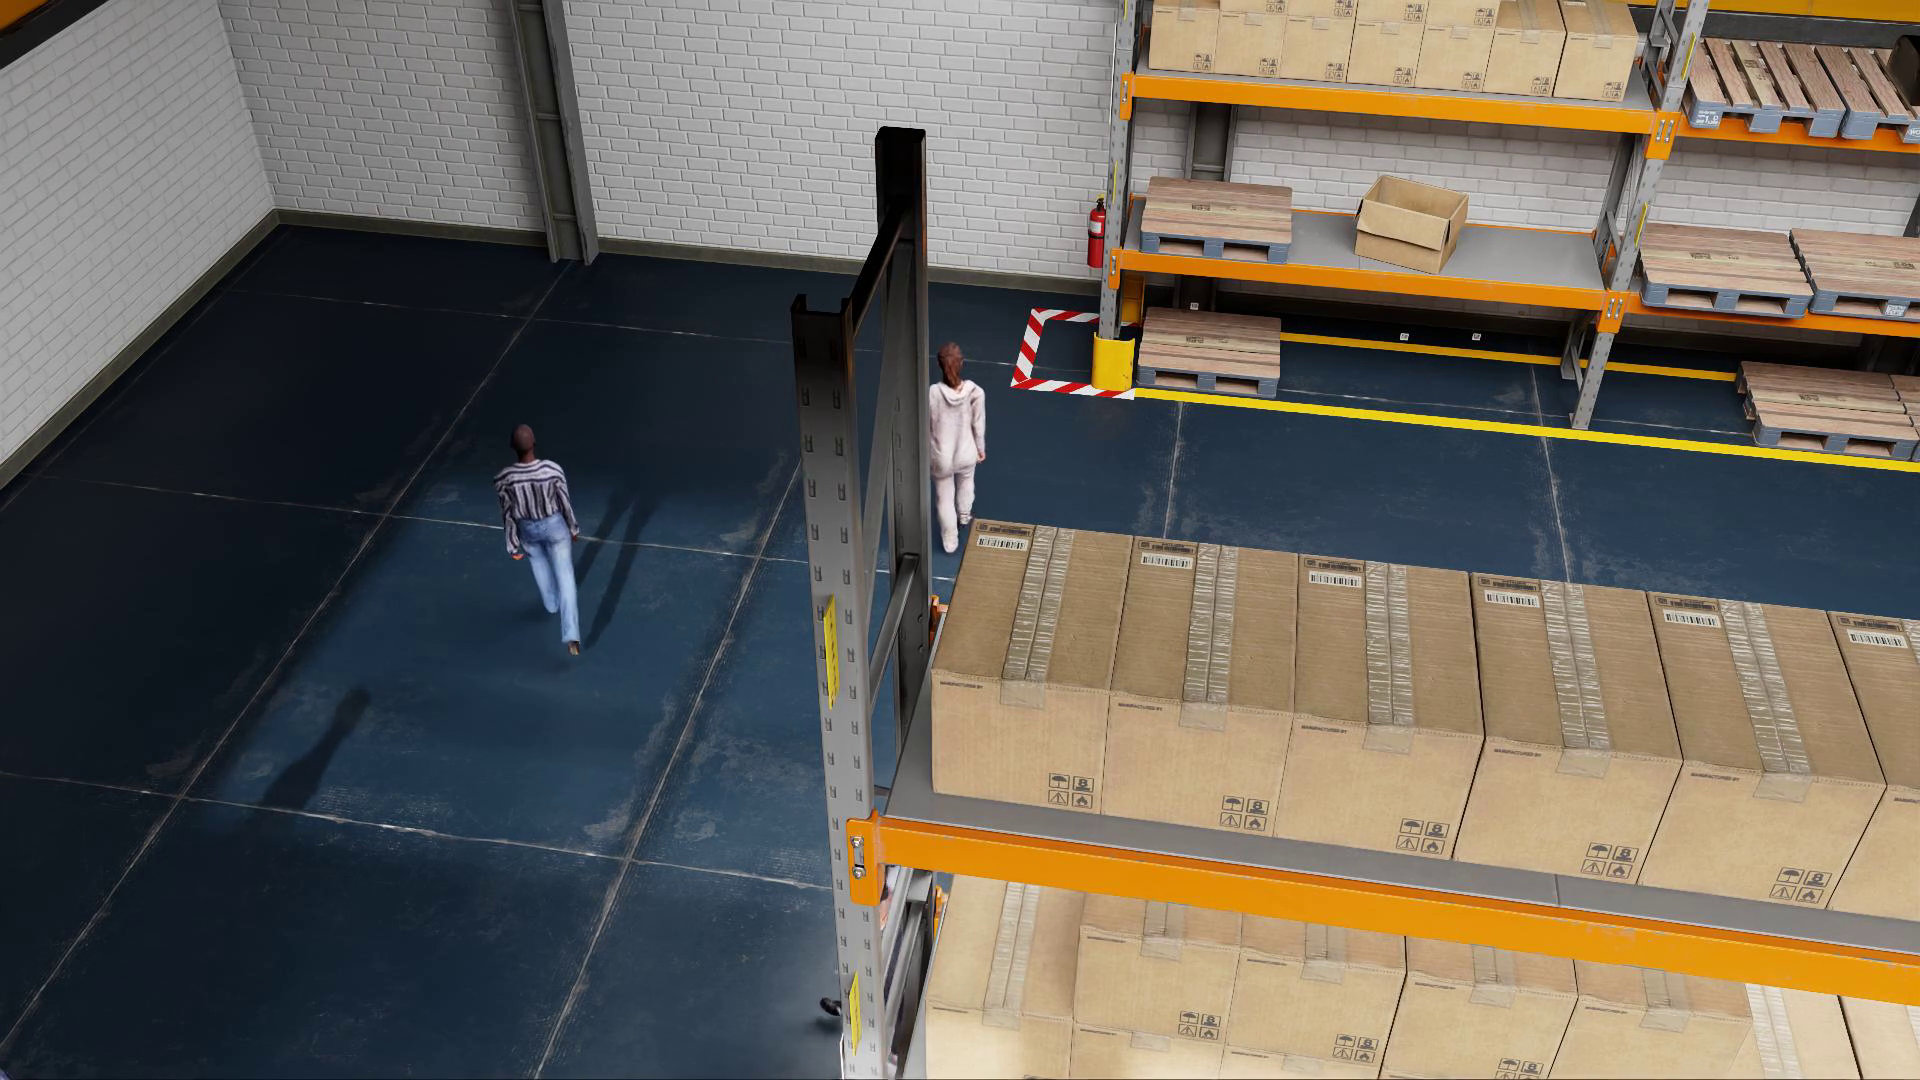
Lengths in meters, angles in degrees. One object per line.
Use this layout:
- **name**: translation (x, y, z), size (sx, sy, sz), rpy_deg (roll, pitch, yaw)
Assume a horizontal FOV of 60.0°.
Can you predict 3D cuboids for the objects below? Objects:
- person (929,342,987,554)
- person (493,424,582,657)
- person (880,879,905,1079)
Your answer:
- **person**: translation (-0.046, -0.611, 12.155), size (0.836, 1.669, 0.841), rpy_deg (-4, 39, -5)
- **person**: translation (-2.809, 0.028, 11.281), size (1.126, 1.762, 0.995), rpy_deg (-8, 39, -9)
- **person**: translation (-0.252, 2.297, 8.294), size (0.722, 1.944, 0.804), rpy_deg (3, 39, 3)
